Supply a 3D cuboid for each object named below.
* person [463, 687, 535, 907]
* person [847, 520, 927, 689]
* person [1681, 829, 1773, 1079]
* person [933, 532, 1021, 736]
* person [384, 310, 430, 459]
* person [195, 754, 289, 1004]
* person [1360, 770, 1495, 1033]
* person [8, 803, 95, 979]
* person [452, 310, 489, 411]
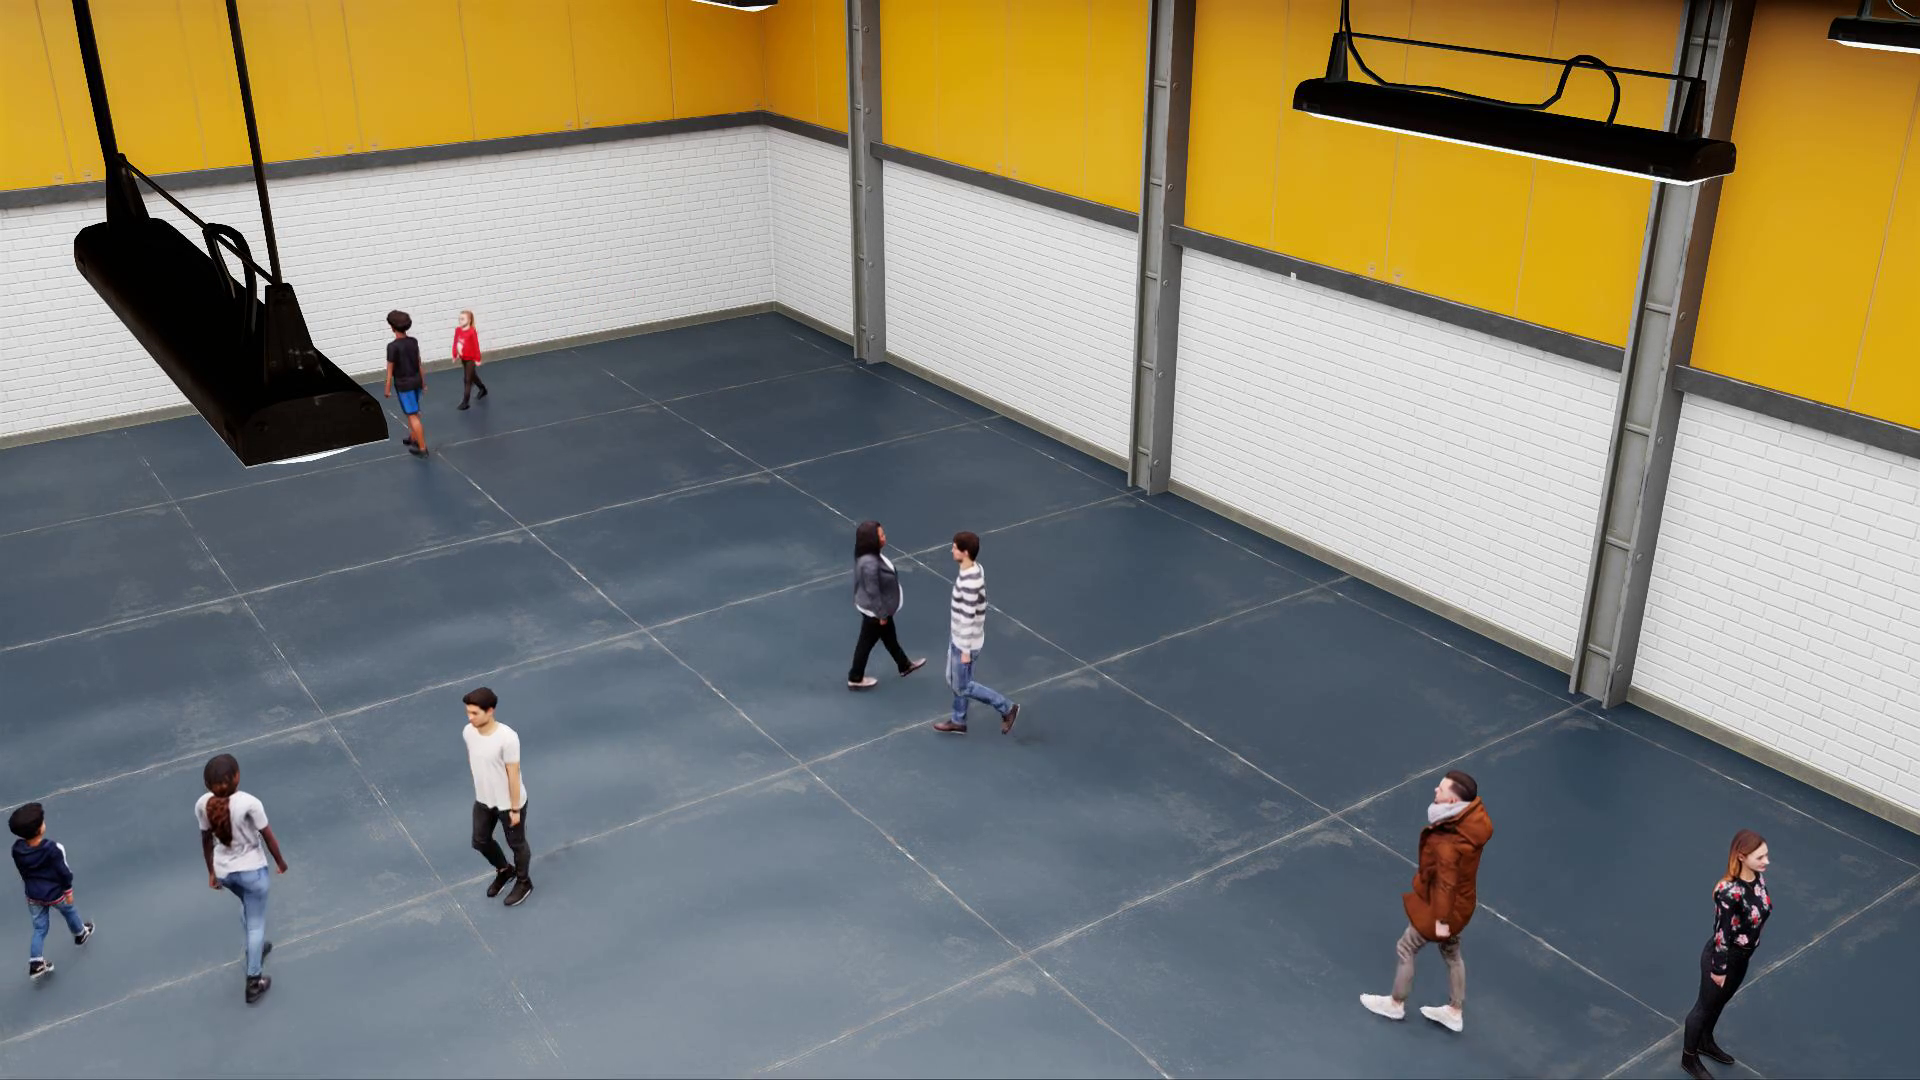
[{"bbox_3d":[-3.151,1.745,11.605,0.688,1.709,0.796,10,26,22],"label":"person"},{"bbox_3d":[-0.818,0.587,14.433,0.989,1.564,1.022,-4,24,-9],"label":"person"},{"bbox_3d":[4.602,2.470,9.976,0.603,1.684,0.542,-20,31,-39],"label":"person"},{"bbox_3d":[0.146,0.811,13.586,1.027,1.832,1.022,0,24,1],"label":"person"},{"bbox_3d":[-6.470,-1.822,19.675,0.886,1.780,0.785,11,26,24],"label":"person"},{"bbox_3d":[-4.612,2.181,10.618,0.845,1.699,0.921,3,24,6],"label":"person"},{"bbox_3d":[3.066,2.277,10.254,0.973,1.815,0.872,17,29,34],"label":"person"},{"bbox_3d":[-6.051,2.314,10.937,0.813,1.201,0.923,1,24,1],"label":"person"},{"bbox_3d":[-6.339,-2.359,21.561,0.919,1.253,0.829,11,26,24],"label":"person"}]
